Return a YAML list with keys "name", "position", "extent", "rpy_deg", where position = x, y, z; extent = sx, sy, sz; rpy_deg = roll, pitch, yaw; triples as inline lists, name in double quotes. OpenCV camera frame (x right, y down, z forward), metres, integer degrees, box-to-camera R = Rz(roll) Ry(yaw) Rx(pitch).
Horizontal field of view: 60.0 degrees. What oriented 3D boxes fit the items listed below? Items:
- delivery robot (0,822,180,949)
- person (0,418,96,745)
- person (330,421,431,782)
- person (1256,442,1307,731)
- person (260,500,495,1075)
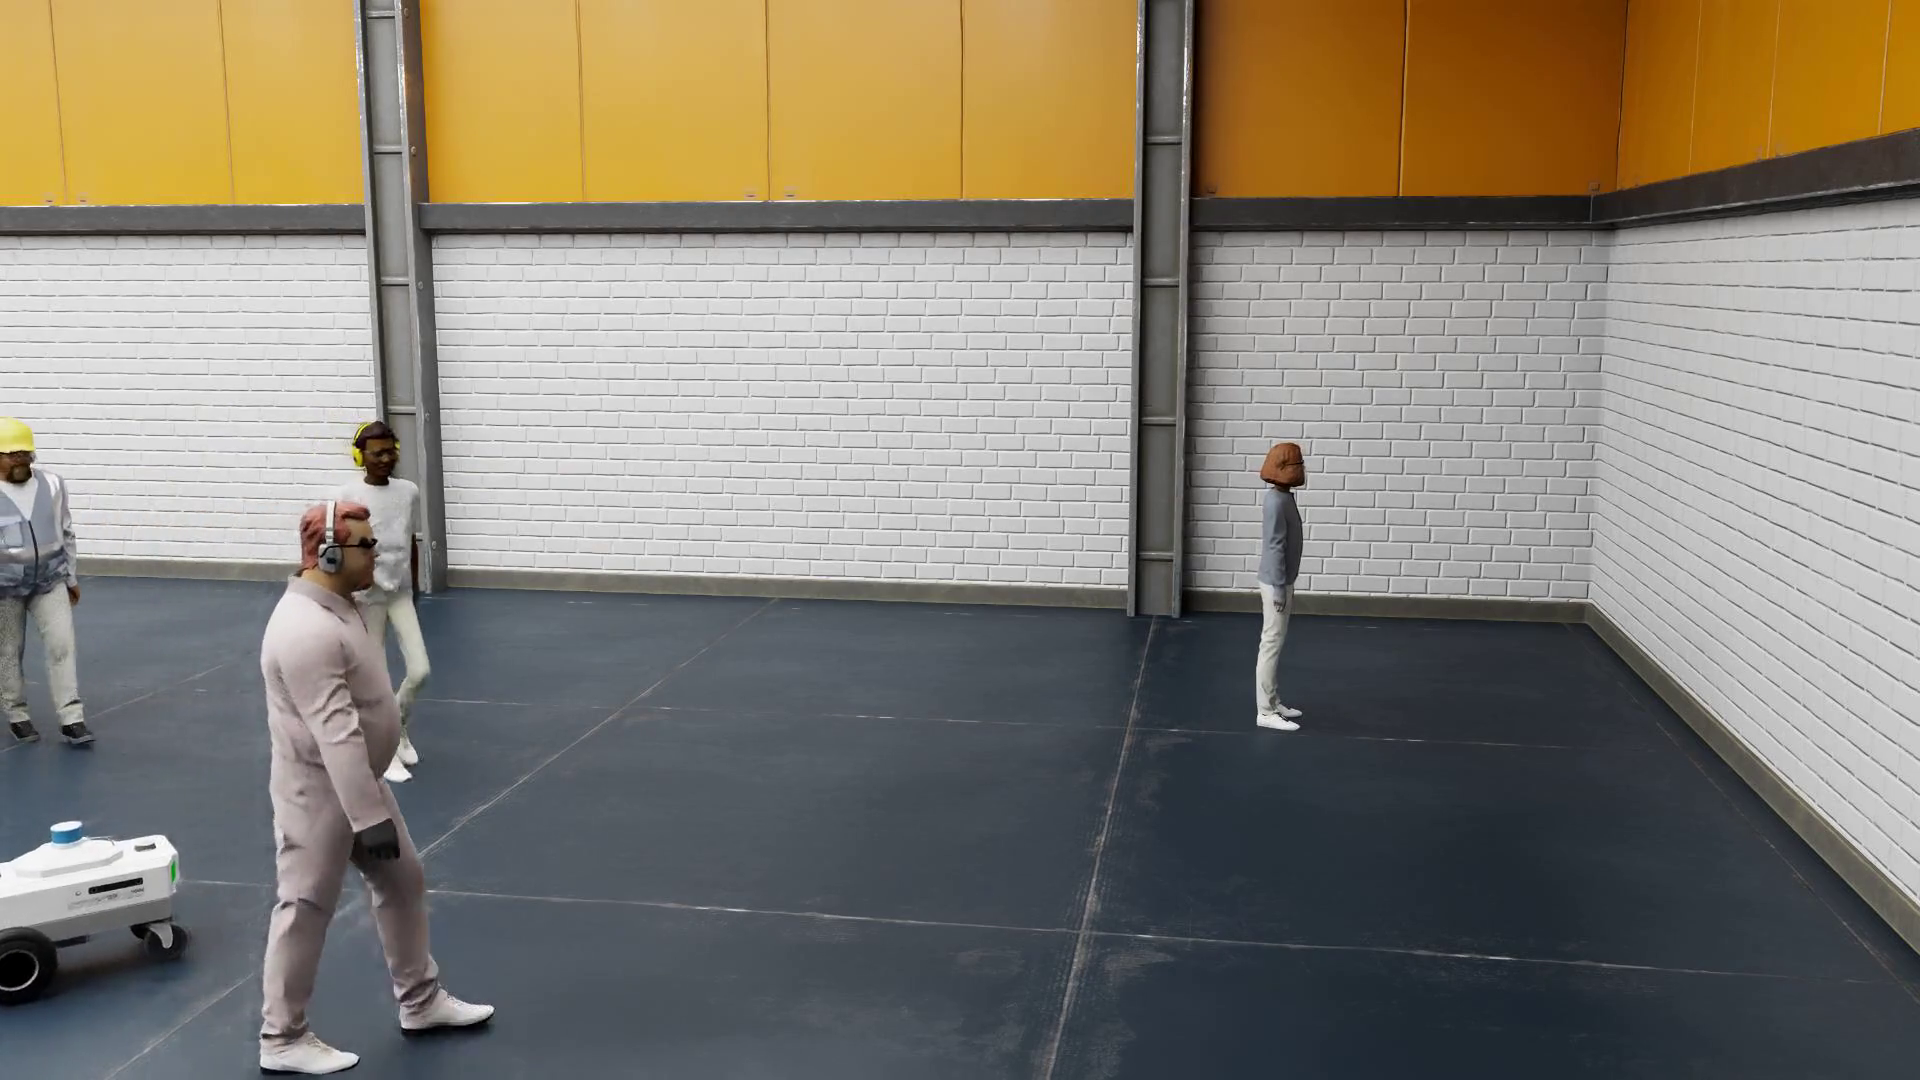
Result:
- name: "delivery robot"
  position: [-3.296, 1.290, 6.172]
  extent: [0.707, 0.478, 0.477]
  rpy_deg: [-7, 11, -36]
- name: "person"
  position: [-5.044, 0.250, 9.017]
  extent: [0.778, 1.801, 0.629]
  rpy_deg: [8, 12, 41]
- name: "person"
  position: [-2.933, 0.320, 8.442]
  extent: [0.523, 1.856, 0.394]
  rpy_deg: [-9, 13, -43]
- name: "person"
  position: [1.841, 0.255, 9.516]
  extent: [0.279, 1.636, 0.505]
  rpy_deg: [2, 10, 15]
- name: "person"
  position: [-1.909, 0.811, 5.378]
  extent: [0.855, 1.874, 0.659]
  rpy_deg: [-2, 9, -10]
